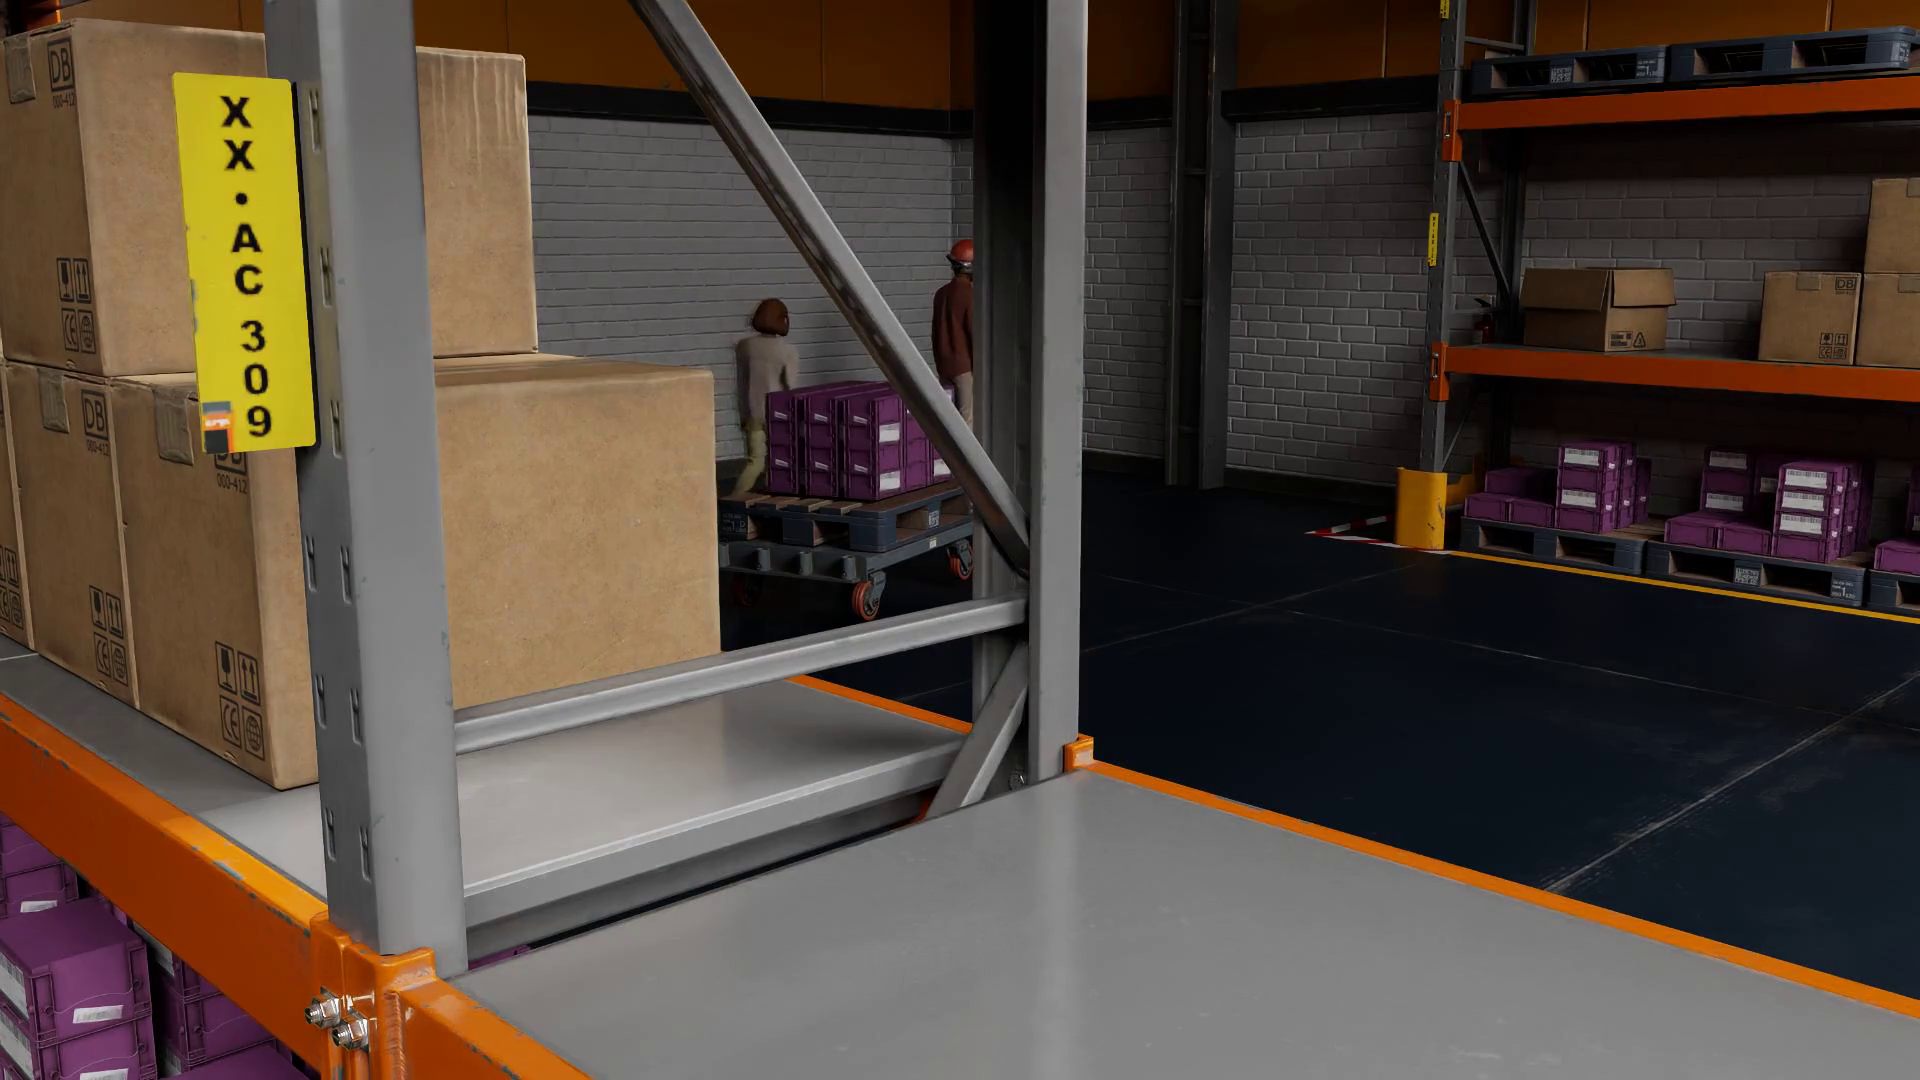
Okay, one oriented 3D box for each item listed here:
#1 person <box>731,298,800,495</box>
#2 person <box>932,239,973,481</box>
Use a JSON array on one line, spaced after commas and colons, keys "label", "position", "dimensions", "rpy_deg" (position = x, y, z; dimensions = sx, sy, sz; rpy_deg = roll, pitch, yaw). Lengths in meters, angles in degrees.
[{"label": "person", "position": [-1.311, -0.807, 11.114], "dimensions": [0.507, 1.610, 0.627], "rpy_deg": [5, 11, 23]}, {"label": "person", "position": [0.024, -1.301, 12.768], "dimensions": [0.394, 1.990, 0.618], "rpy_deg": [-7, 12, -32]}]
